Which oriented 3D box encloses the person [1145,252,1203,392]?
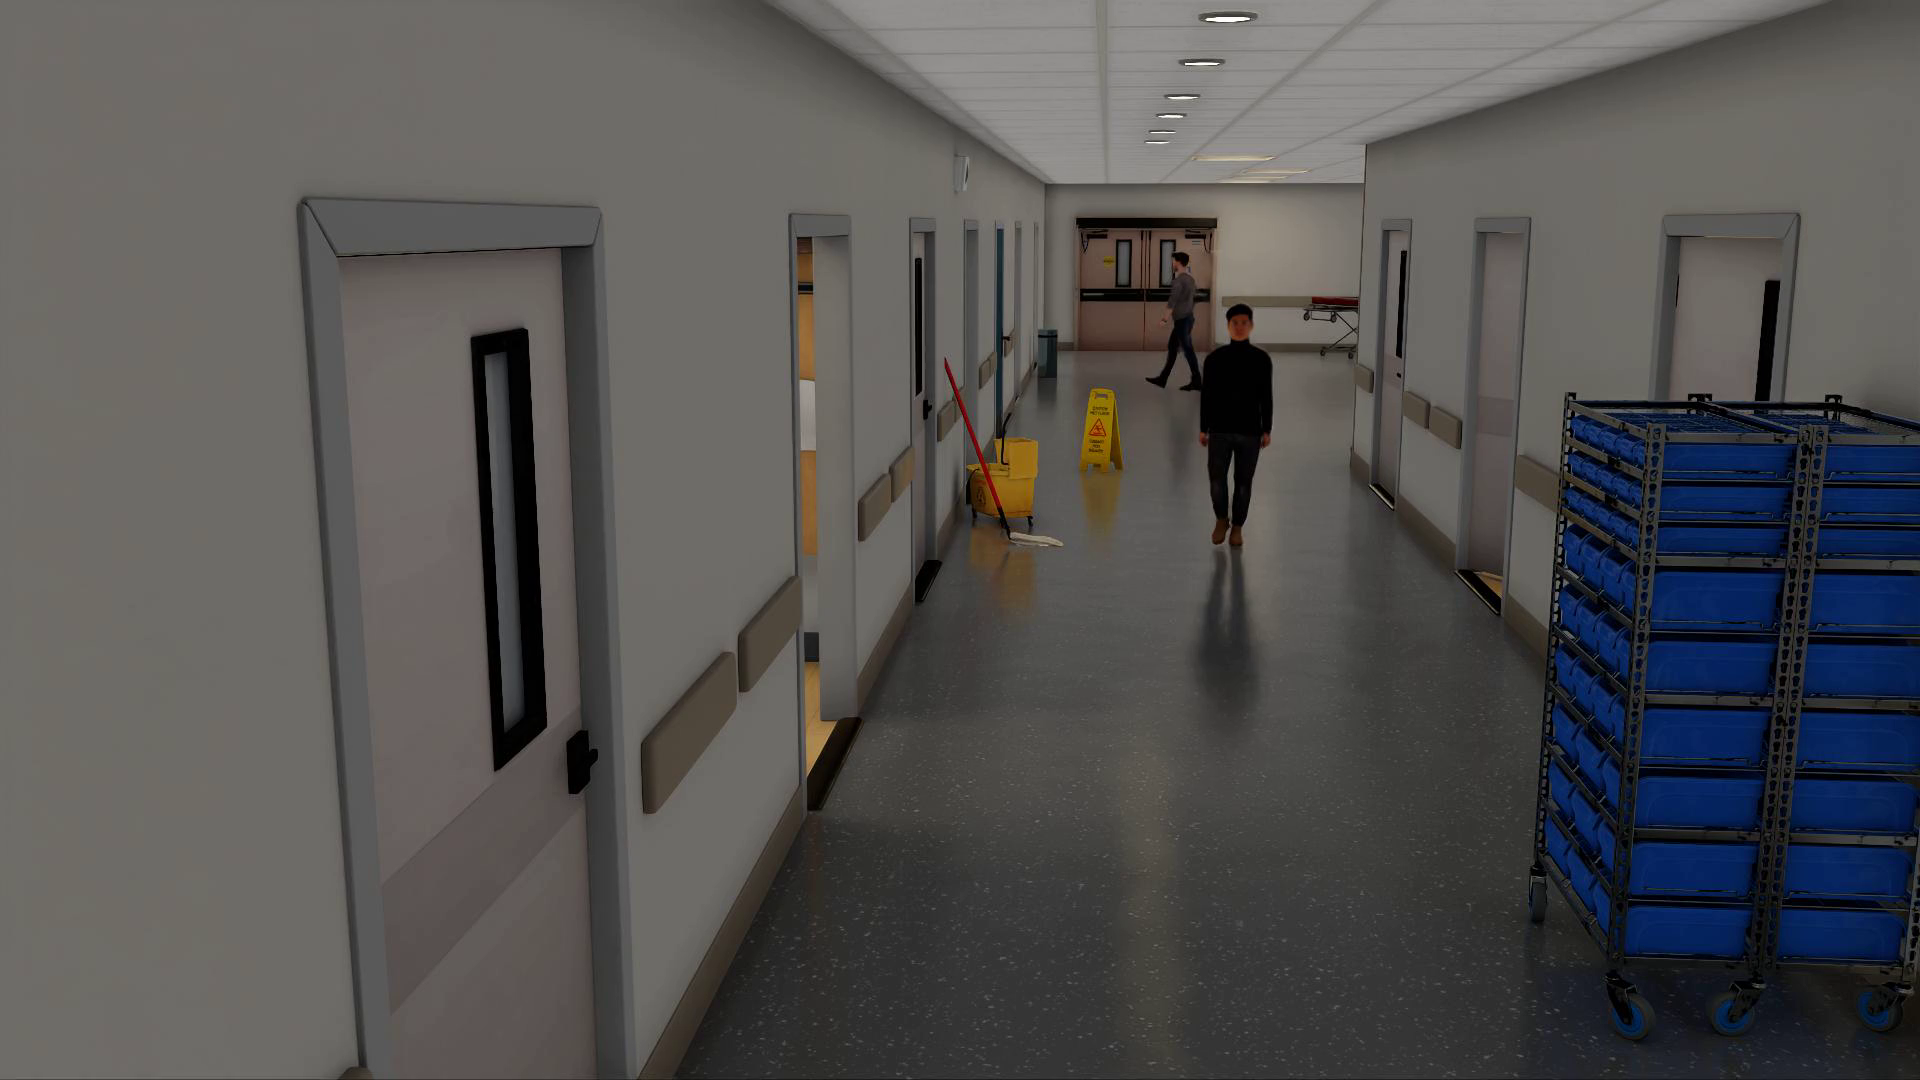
[{"bbox_3d":[3.129,-2.951,22.687,0.922,1.870,1.083,4,11,19],"label":"person"}]

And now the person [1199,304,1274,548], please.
[{"bbox_3d":[1.966,-0.819,11.864,0.685,1.717,0.599,2,11,11],"label":"person"}]
